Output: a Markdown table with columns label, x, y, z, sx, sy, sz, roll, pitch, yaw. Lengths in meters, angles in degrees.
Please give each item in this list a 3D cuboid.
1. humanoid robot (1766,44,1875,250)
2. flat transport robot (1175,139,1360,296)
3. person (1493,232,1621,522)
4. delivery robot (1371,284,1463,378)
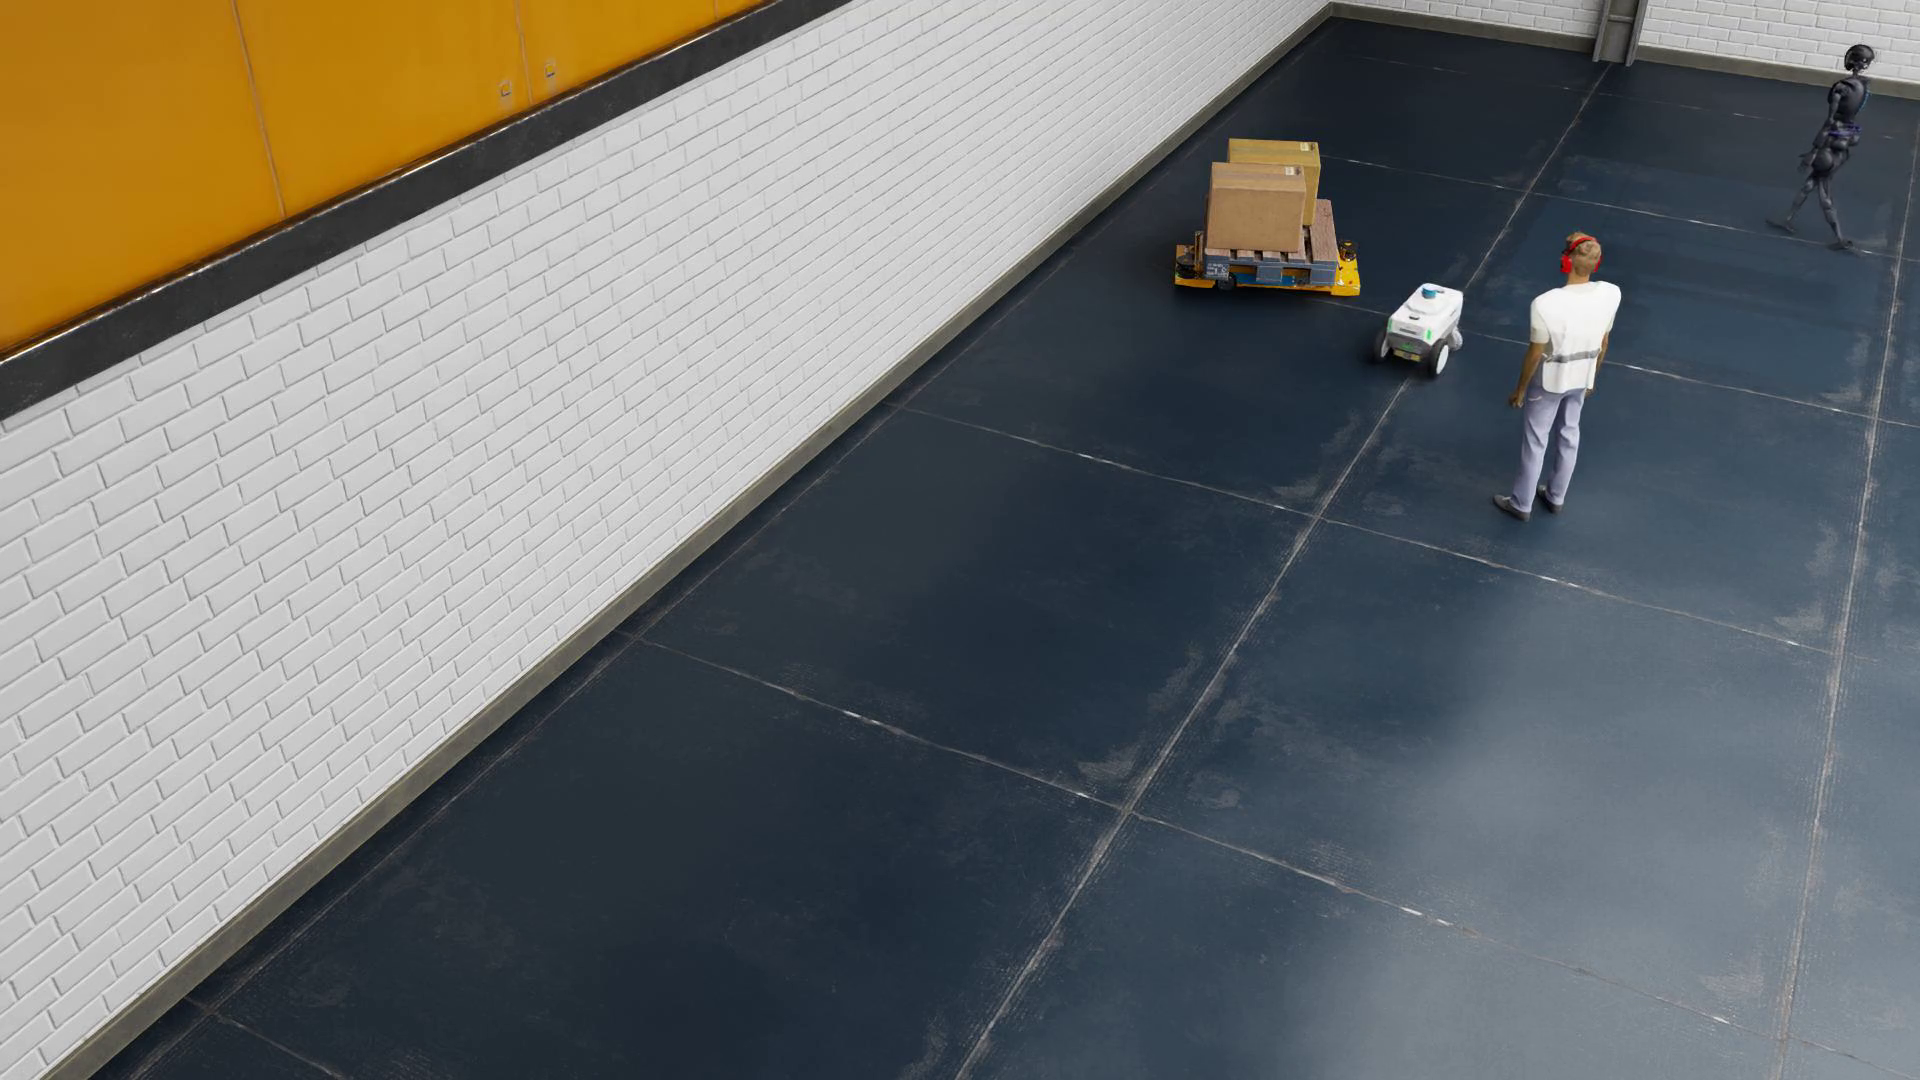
| label | x | y | z | sx | sy | sz | roll | pitch | yaw |
| --- | --- | --- | --- | --- | --- | --- | --- | --- | --- |
| humanoid robot | 7.119 | -3.183 | 13.509 | 0.598 | 1.653 | 0.771 | -26 | 42 | -33 |
| flat transport robot | 2.442 | -2.198 | 13.248 | 1.431 | 0.231 | 0.659 | 4 | 34 | 6 |
| person | 3.584 | -0.943 | 9.966 | 0.563 | 1.847 | 0.392 | -9 | 35 | -13 |
| delivery robot | 3.355 | -1.572 | 12.034 | 0.503 | 0.566 | 0.733 | 20 | 39 | 27 |
